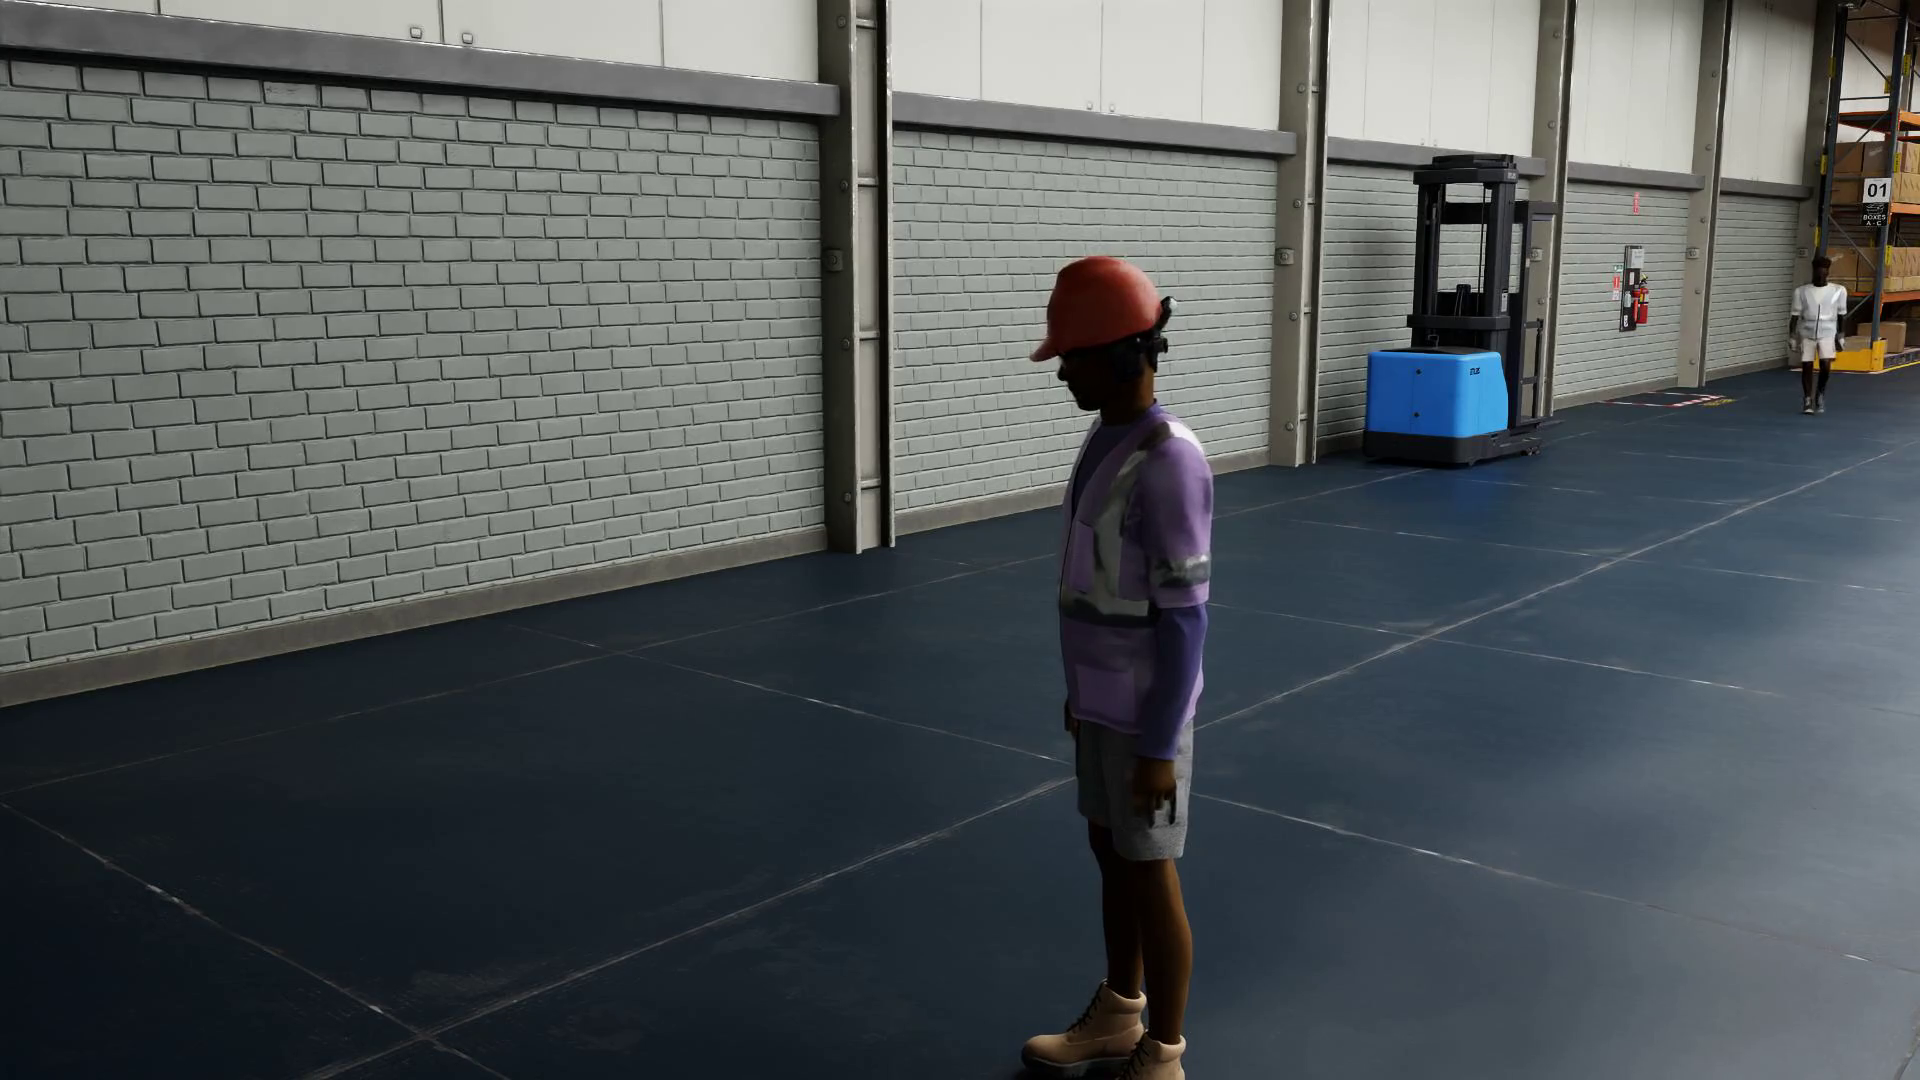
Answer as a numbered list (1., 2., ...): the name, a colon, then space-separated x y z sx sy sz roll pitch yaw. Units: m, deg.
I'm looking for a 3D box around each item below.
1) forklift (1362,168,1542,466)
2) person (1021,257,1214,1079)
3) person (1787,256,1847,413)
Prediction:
1. forklift: 4.875 -2.212 16.287 1.129 2.768 1.873 8 13 40
2. person: 0.358 0.371 3.871 0.401 2.033 0.605 -2 10 -11
3. person: 10.618 -2.529 20.610 0.643 1.945 0.613 5 11 28
